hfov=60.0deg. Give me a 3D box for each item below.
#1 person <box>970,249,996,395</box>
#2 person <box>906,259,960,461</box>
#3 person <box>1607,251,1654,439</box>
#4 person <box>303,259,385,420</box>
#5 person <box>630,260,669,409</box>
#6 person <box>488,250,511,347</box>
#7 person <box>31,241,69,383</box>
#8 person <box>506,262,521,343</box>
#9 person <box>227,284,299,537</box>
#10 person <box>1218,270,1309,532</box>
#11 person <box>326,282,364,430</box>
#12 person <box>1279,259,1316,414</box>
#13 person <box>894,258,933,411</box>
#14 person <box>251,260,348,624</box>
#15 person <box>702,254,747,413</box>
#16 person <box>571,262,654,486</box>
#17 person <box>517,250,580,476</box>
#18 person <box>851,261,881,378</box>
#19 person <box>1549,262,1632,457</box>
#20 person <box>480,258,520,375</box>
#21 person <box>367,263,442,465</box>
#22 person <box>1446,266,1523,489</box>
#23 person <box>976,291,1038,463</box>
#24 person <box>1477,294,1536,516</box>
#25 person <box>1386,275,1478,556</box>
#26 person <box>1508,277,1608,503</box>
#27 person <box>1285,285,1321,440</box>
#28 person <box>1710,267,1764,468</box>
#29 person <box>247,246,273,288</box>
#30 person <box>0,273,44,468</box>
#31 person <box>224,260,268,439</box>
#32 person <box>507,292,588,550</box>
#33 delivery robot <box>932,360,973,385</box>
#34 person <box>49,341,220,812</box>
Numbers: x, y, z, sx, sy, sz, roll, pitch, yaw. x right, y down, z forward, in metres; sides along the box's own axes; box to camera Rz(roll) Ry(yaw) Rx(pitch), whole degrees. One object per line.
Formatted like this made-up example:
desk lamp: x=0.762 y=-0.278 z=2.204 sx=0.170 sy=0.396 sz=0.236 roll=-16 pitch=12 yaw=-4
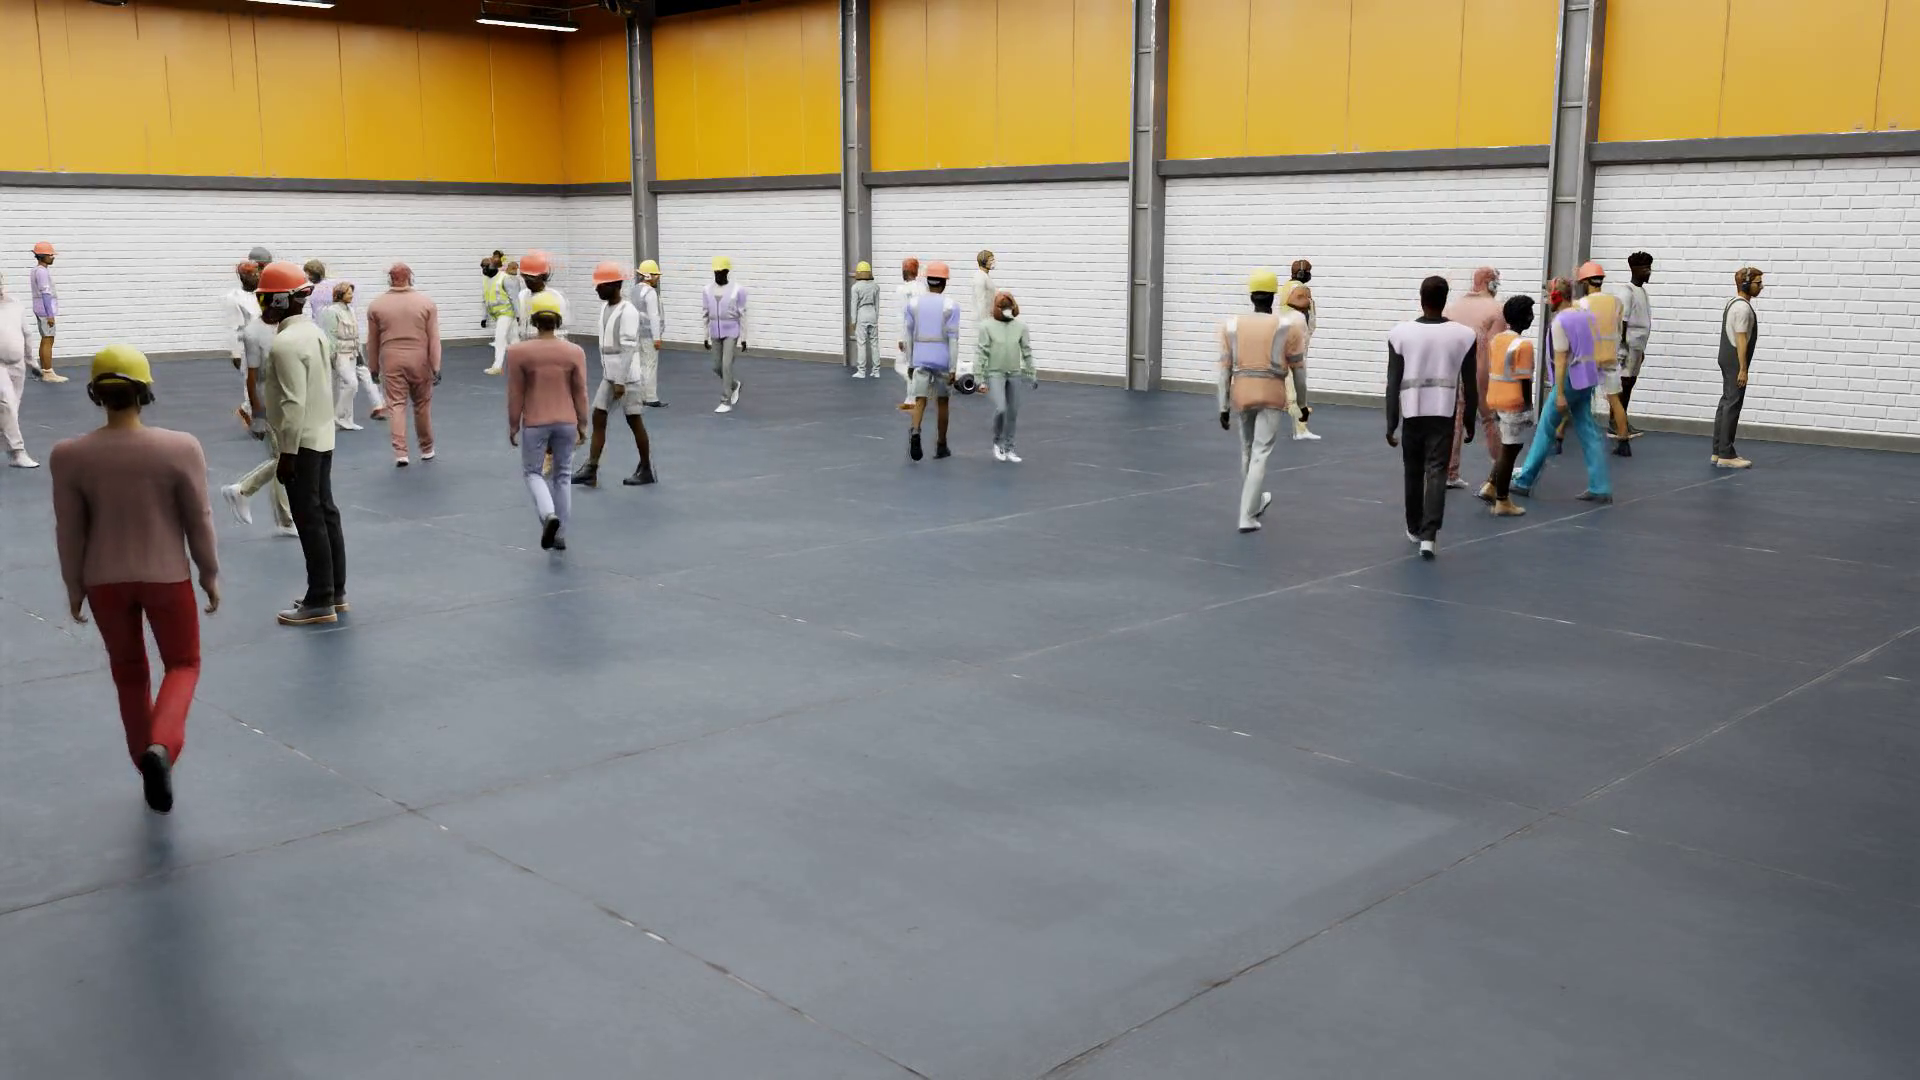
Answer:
person: x=0.323 y=-2.916 z=22.324 sx=0.372 sy=1.940 sz=0.627 roll=0 pitch=10 yaw=3
person: x=-0.275 y=-1.686 z=15.704 sx=0.553 sy=1.914 sz=0.792 roll=3 pitch=11 yaw=14
person: x=7.091 y=-2.057 z=17.561 sx=0.362 sy=1.963 sz=0.614 roll=9 pitch=13 yaw=39
person: x=-7.099 y=-2.271 z=19.053 sx=0.928 sy=1.873 sz=0.679 roll=2 pitch=11 yaw=13
person: x=-3.839 y=-2.532 z=20.526 sx=0.403 sy=1.828 sz=0.596 roll=-7 pitch=13 yaw=-35
person: x=-8.776 y=-4.566 z=31.623 sx=0.508 sy=1.823 sz=0.910 roll=7 pitch=13 yaw=35
person: x=-13.207 y=-3.295 z=24.105 sx=0.391 sy=2.040 sz=0.615 roll=-8 pitch=13 yaw=-36
person: x=-8.358 y=-4.399 z=31.242 sx=0.278 sy=1.634 sz=0.499 roll=-8 pitch=13 yaw=-38
person: x=-4.903 y=-0.924 z=11.725 sx=0.647 sy=1.842 sz=0.564 roll=1 pitch=10 yaw=7
person: x=2.233 y=-1.030 z=12.225 sx=0.605 sy=1.870 sz=1.001 roll=6 pitch=12 yaw=29
person: x=-6.684 y=-1.995 z=18.136 sx=0.375 sy=1.622 sz=0.543 roll=1 pitch=10 yaw=6
person: x=4.060 y=-2.442 z=20.004 sx=0.429 sy=1.841 sz=0.634 roll=-2 pitch=11 yaw=-8
person: x=-0.542 y=-2.457 z=20.025 sx=0.568 sy=1.866 sz=0.582 roll=9 pitch=14 yaw=41
person: x=-3.645 y=-0.533 z=9.178 sx=0.397 sy=1.992 sz=0.622 roll=-1 pitch=10 yaw=-4
person: x=-2.829 y=-2.520 z=20.250 sx=0.595 sy=1.911 sz=0.714 roll=4 pitch=11 yaw=22
person: x=-2.986 y=-1.379 z=14.029 sx=0.897 sy=1.899 sz=0.562 roll=-9 pitch=14 yaw=-41
person: x=-3.676 y=-1.564 z=14.759 sx=0.615 sy=2.008 sz=0.577 roll=9 pitch=14 yaw=40
person: x=-1.432 y=-3.312 z=25.038 sx=0.486 sy=1.741 sz=0.311 roll=-7 pitch=12 yaw=-32
person: x=6.099 y=-1.745 z=16.141 sx=0.761 sy=1.884 sz=0.556 roll=-1 pitch=10 yaw=-7
person: x=-7.082 y=-3.422 z=25.502 sx=0.662 sy=1.785 sz=0.835 roll=9 pitch=14 yaw=41
person: x=-5.184 y=-1.642 z=15.567 sx=0.667 sy=1.874 sz=0.823 roll=-2 pitch=11 yaw=-11
person: x=4.439 y=-1.368 z=14.086 sx=0.925 sy=1.858 sz=0.670 roll=-7 pitch=12 yaw=-33
person: x=0.438 y=-1.515 z=15.549 sx=0.610 sy=1.607 sz=0.407 roll=-4 pitch=11 yaw=-22
person: x=4.192 y=-1.011 z=12.604 sx=0.368 sy=1.686 sz=0.551 roll=-1 pitch=10 yaw=-6
person: x=3.182 y=-0.846 z=11.252 sx=0.603 sy=1.873 sz=1.024 roll=3 pitch=11 yaw=15
person: x=4.842 y=-1.204 z=13.390 sx=0.614 sy=1.789 sz=0.902 roll=-10 pitch=14 yaw=-43
person: x=3.444 y=-1.837 z=17.304 sx=0.625 sy=1.615 sz=0.508 roll=1 pitch=10 yaw=6
person: x=7.171 y=-1.589 z=15.341 sx=0.327 sy=1.843 sz=0.516 roll=2 pitch=11 yaw=13
person: x=-8.098 y=-2.474 z=19.635 sx=0.890 sy=2.000 sz=0.680 roll=-2 pitch=11 yaw=-13
person: x=-8.927 y=-1.613 z=15.418 sx=0.910 sy=1.872 sz=0.642 roll=3 pitch=11 yaw=18
person: x=-7.458 y=-1.995 z=17.494 sx=0.491 sy=1.868 sz=0.608 roll=4 pitch=11 yaw=21
person: x=-2.738 y=-0.775 z=11.135 sx=0.534 sy=1.754 sz=0.527 roll=-5 pitch=11 yaw=-24
delivery robot: x=-0.156 y=-2.299 z=22.480 sx=0.707 sy=0.478 sz=0.477 roll=-2 pitch=11 yaw=-11
person: x=-3.020 y=0.149 z=6.104 sx=0.538 sy=1.747 sz=0.616 roll=-3 pitch=11 yaw=-16
